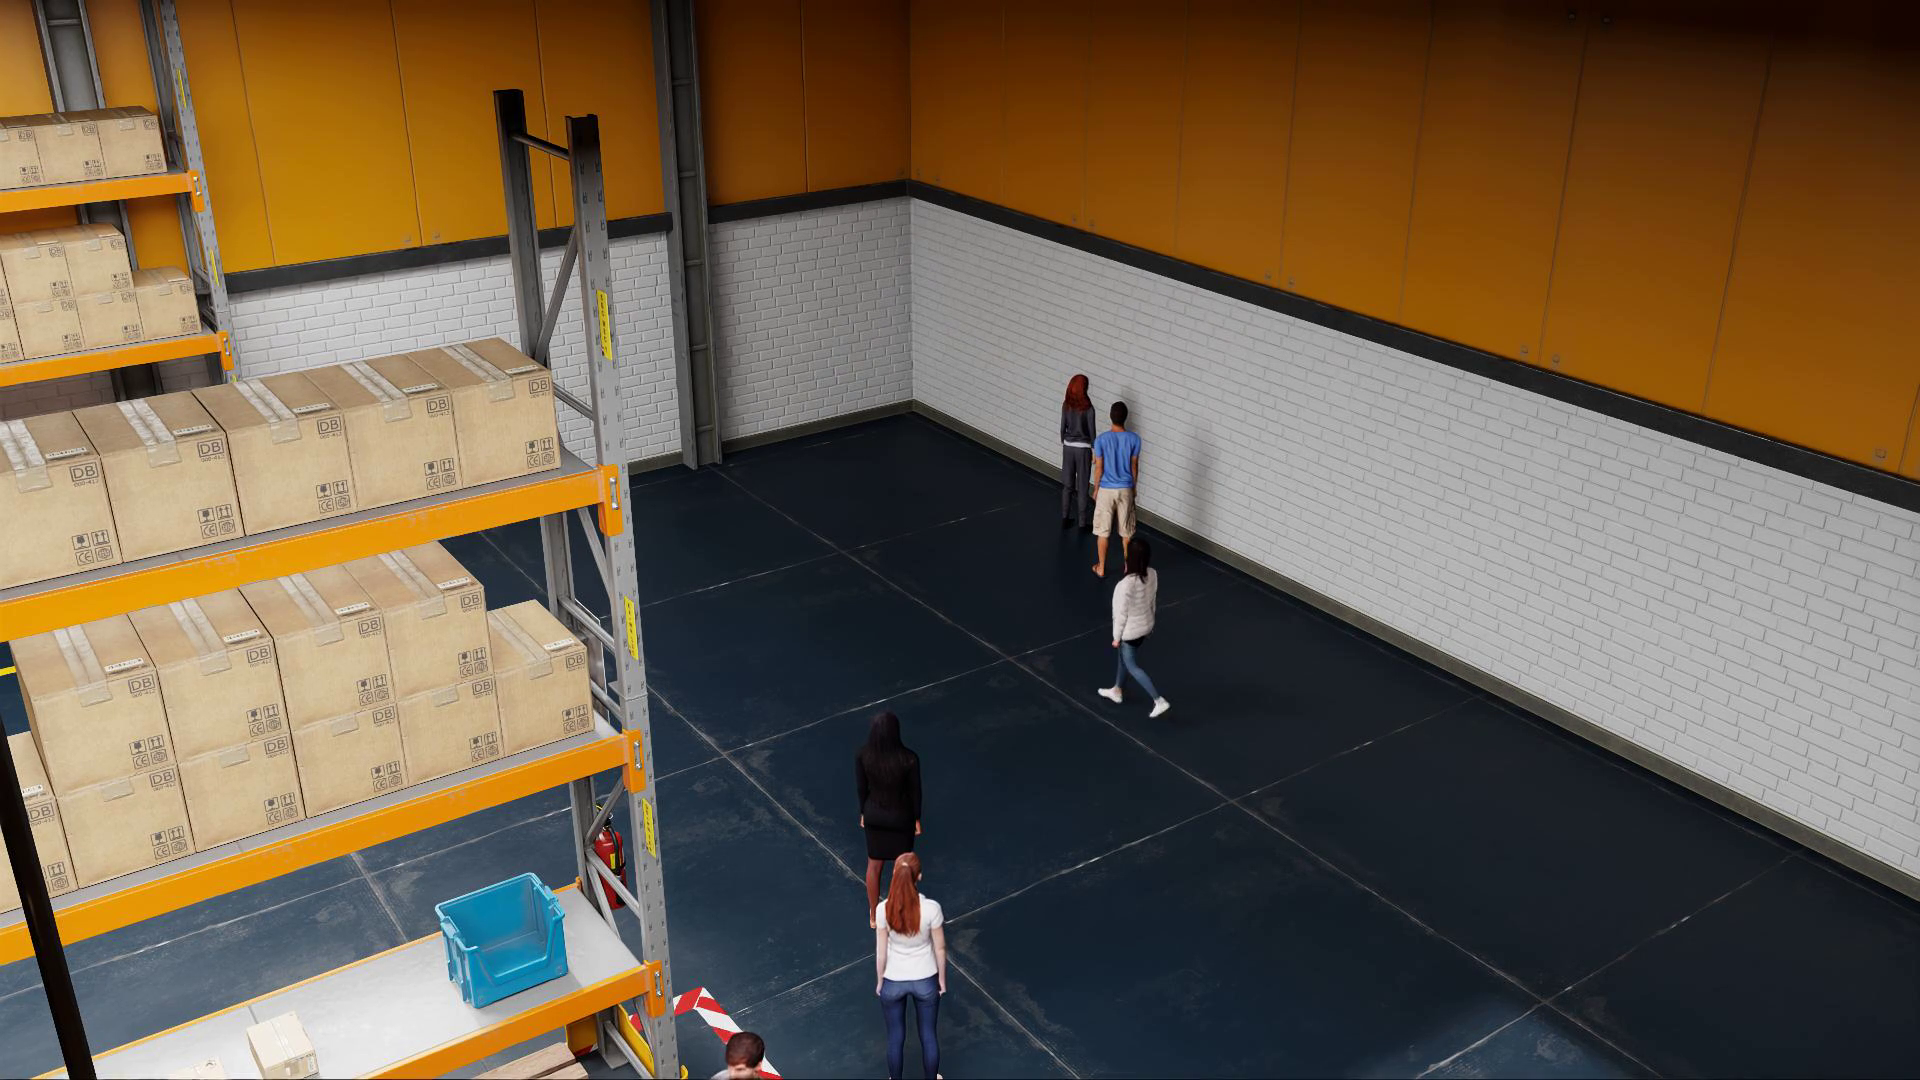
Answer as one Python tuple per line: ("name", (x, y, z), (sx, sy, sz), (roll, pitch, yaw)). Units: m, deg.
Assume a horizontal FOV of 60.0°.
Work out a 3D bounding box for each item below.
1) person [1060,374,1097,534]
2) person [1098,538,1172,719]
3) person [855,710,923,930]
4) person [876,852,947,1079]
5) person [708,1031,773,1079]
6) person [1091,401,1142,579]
("person", (1.278, -0.951, 18.068), (0.641, 1.779, 0.588), (17, 29, 34))
("person", (1.551, 0.779, 14.318), (0.866, 1.613, 1.027), (18, 30, 36))
("person", (-0.491, 1.935, 11.540), (0.674, 1.721, 0.730), (4, 24, 10))
("person", (-0.304, 2.634, 9.919), (0.626, 1.737, 0.717), (0, 24, -1))
("person", (-1.055, 3.236, 8.411), (0.734, 1.843, 0.755), (7, 25, 17))
("person", (1.596, -0.512, 16.958), (0.689, 1.863, 0.802), (-2, 24, -4))
